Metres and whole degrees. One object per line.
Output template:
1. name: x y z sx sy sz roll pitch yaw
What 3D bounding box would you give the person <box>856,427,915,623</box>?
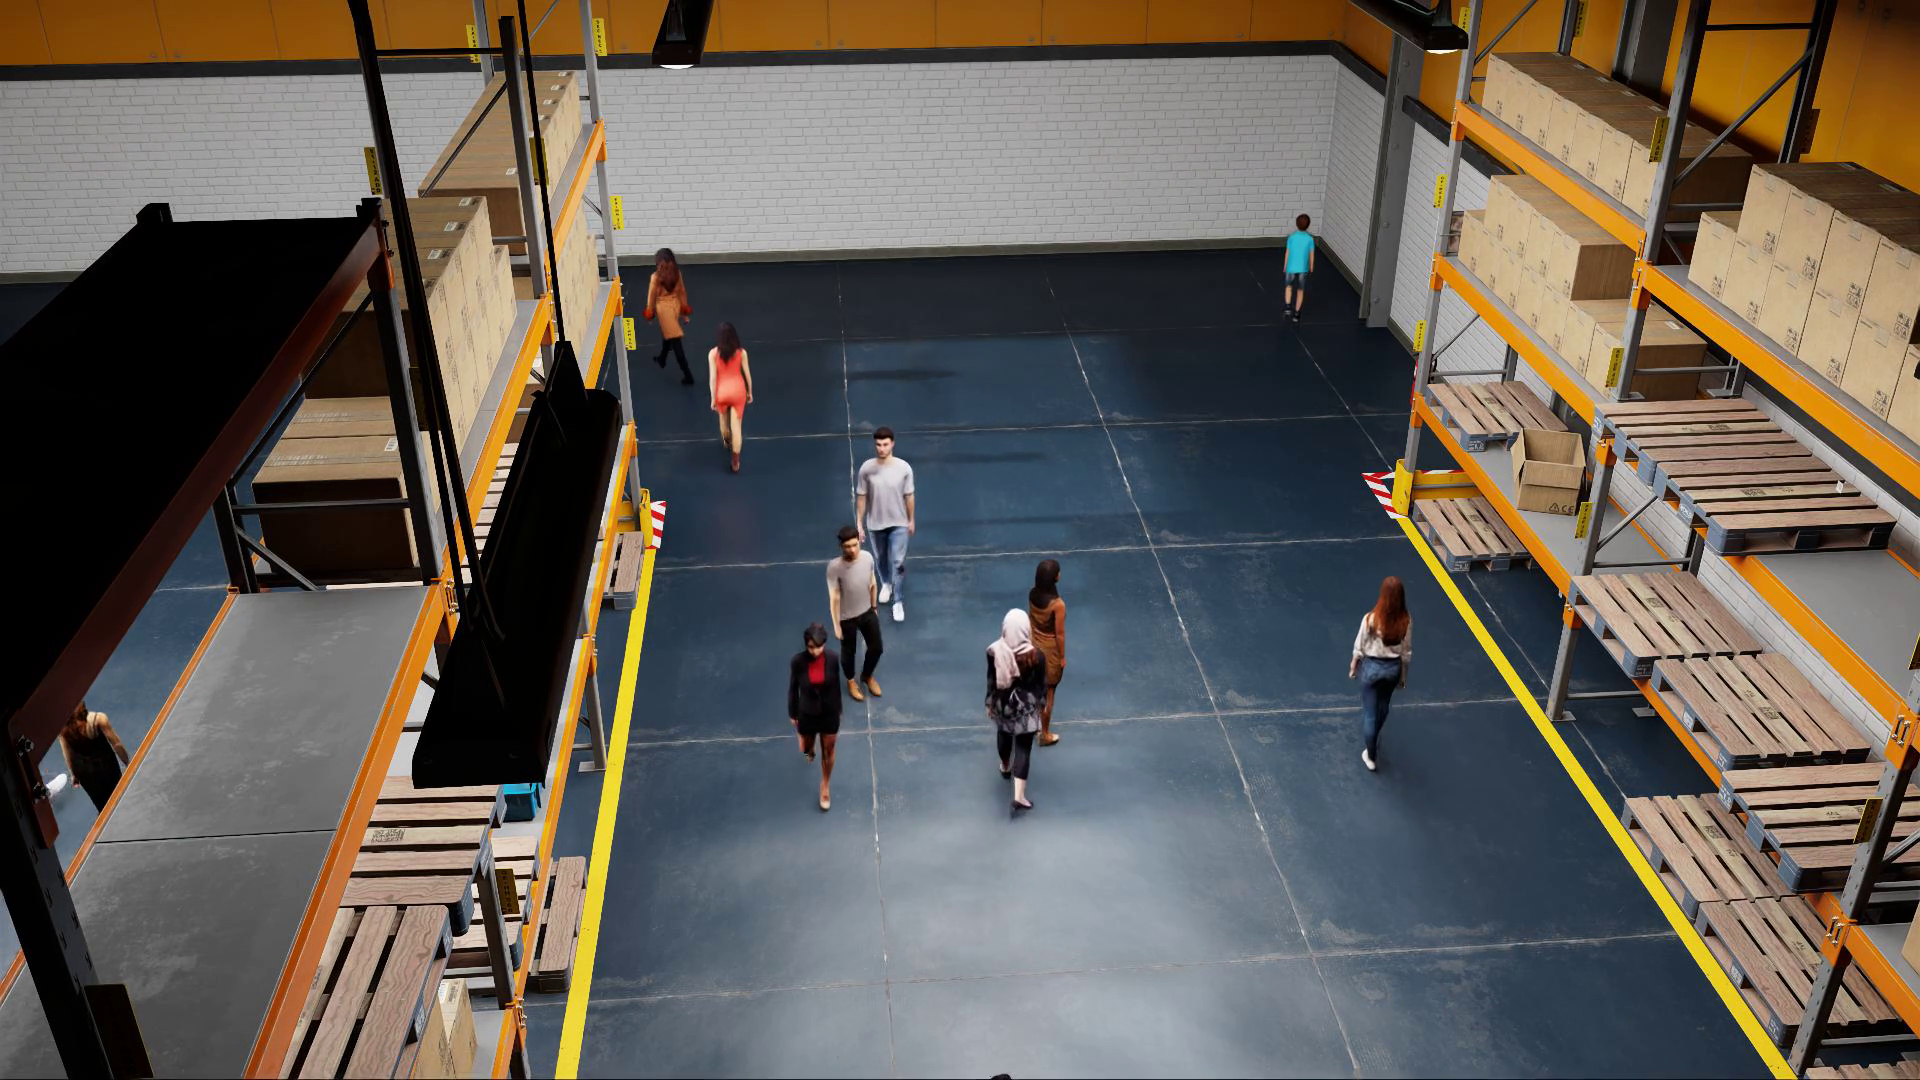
1. person: -0.669 -0.226 15.576 0.767 1.862 0.970 1 29 3

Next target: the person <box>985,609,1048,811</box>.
1. person: 0.438 1.335 12.984 0.746 1.603 1.027 4 29 8

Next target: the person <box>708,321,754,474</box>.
1. person: -2.500 -1.528 18.140 0.625 1.692 0.971 -3 29 -6

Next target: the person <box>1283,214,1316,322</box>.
1. person: 4.524 -3.632 22.269 0.681 1.431 0.843 6 29 12

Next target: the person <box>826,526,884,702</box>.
1. person: -0.947 0.586 14.247 0.715 1.707 0.726 -14 32 -24

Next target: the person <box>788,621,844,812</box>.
1. person: -1.114 1.330 12.971 0.596 1.624 0.814 -4 29 -7

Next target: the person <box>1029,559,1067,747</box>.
1. person: 0.696 0.916 13.669 0.705 1.684 0.608 -20 34 -32

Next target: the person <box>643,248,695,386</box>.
1. person: -3.492 -2.672 20.271 1.171 1.660 1.320 -23 36 -36

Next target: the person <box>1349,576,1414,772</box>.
1. person: 3.388 1.101 13.296 0.621 1.715 0.811 -1 29 -1
